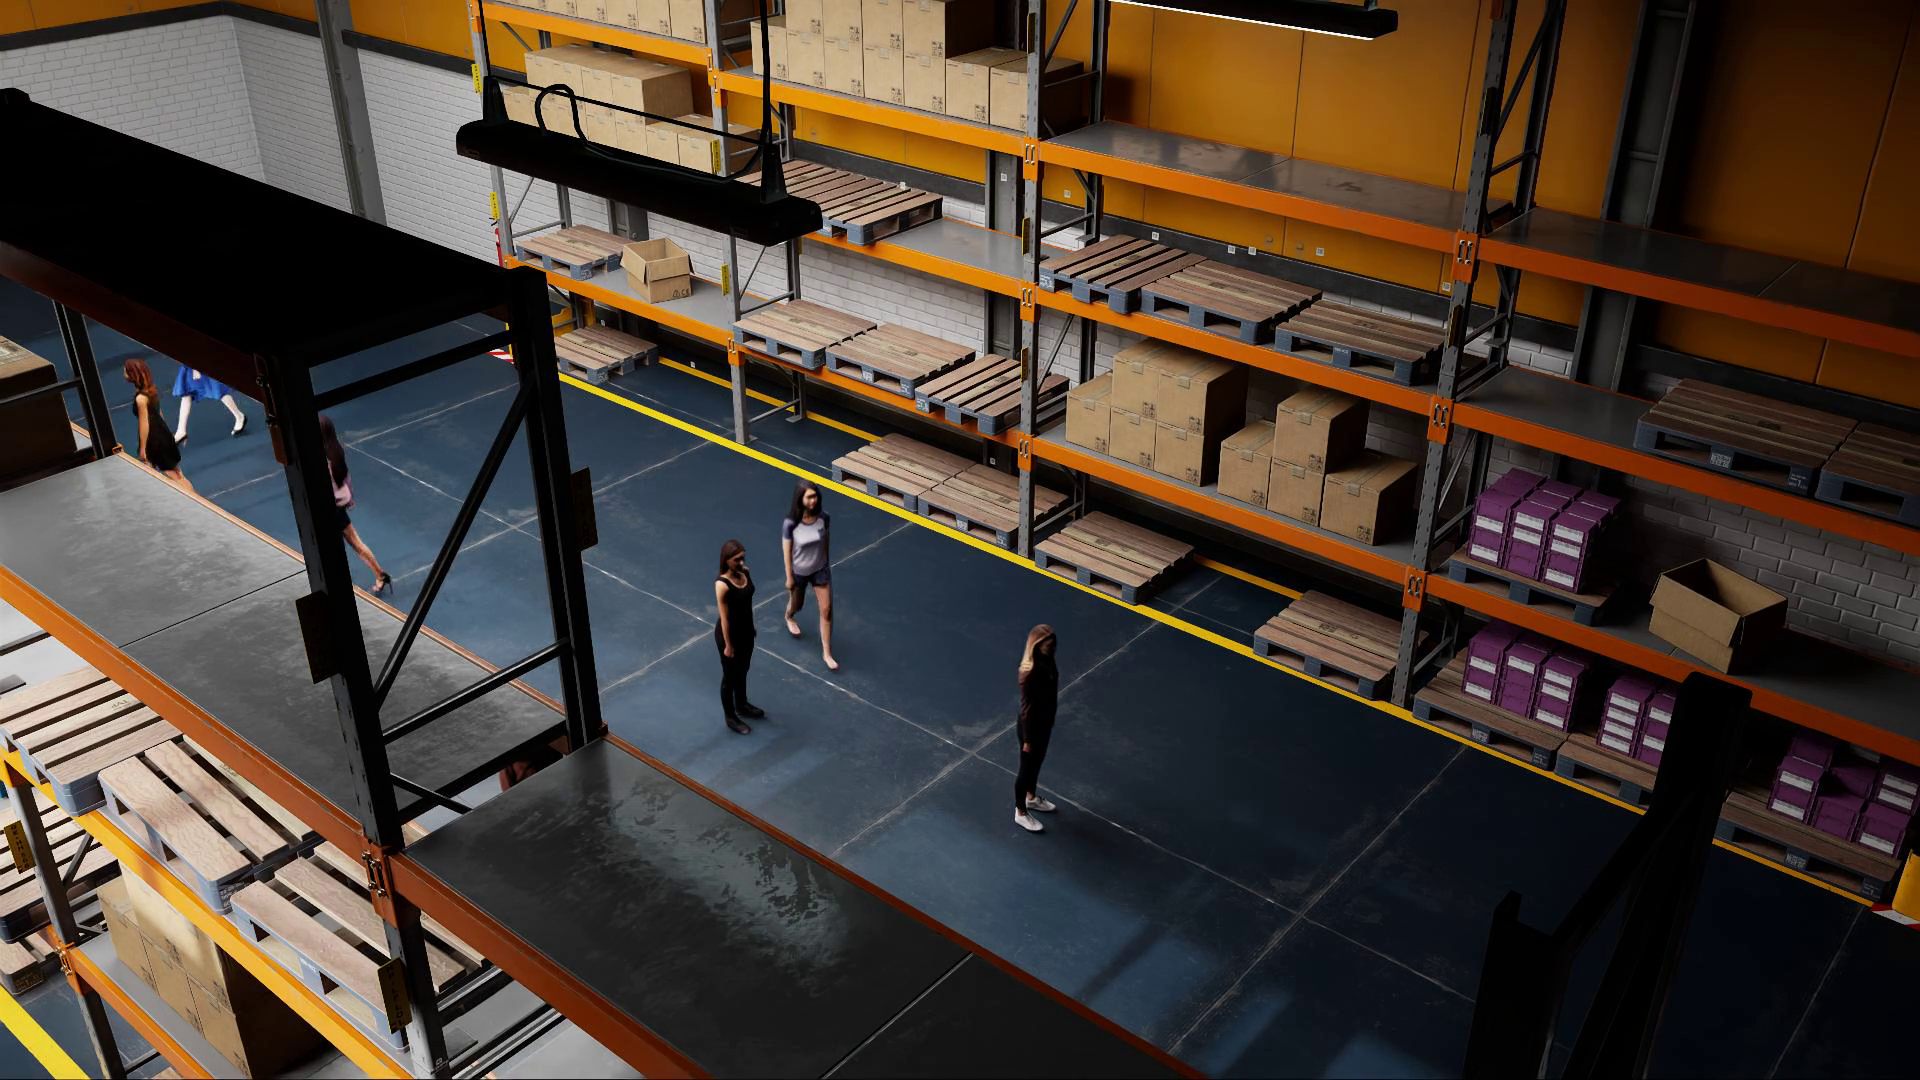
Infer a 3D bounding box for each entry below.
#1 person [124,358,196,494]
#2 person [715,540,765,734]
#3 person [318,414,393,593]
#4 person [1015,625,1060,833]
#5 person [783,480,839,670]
[{"bbox_3d":[-7.778,-0.935,16.364,0.957,1.809,0.963,-8,30,-15],"label":"person"},{"bbox_3d":[-1.800,0.751,13.399,0.627,1.687,0.646,11,31,20],"label":"person"},{"bbox_3d":[-5.610,-0.265,15.190,1.173,1.755,1.017,2,29,4],"label":"person"},{"bbox_3d":[0.557,1.352,12.282,0.586,1.703,0.655,13,31,22],"label":"person"},{"bbox_3d":[-1.341,0.237,14.357,0.882,1.671,1.173,-14,32,-24],"label":"person"}]
